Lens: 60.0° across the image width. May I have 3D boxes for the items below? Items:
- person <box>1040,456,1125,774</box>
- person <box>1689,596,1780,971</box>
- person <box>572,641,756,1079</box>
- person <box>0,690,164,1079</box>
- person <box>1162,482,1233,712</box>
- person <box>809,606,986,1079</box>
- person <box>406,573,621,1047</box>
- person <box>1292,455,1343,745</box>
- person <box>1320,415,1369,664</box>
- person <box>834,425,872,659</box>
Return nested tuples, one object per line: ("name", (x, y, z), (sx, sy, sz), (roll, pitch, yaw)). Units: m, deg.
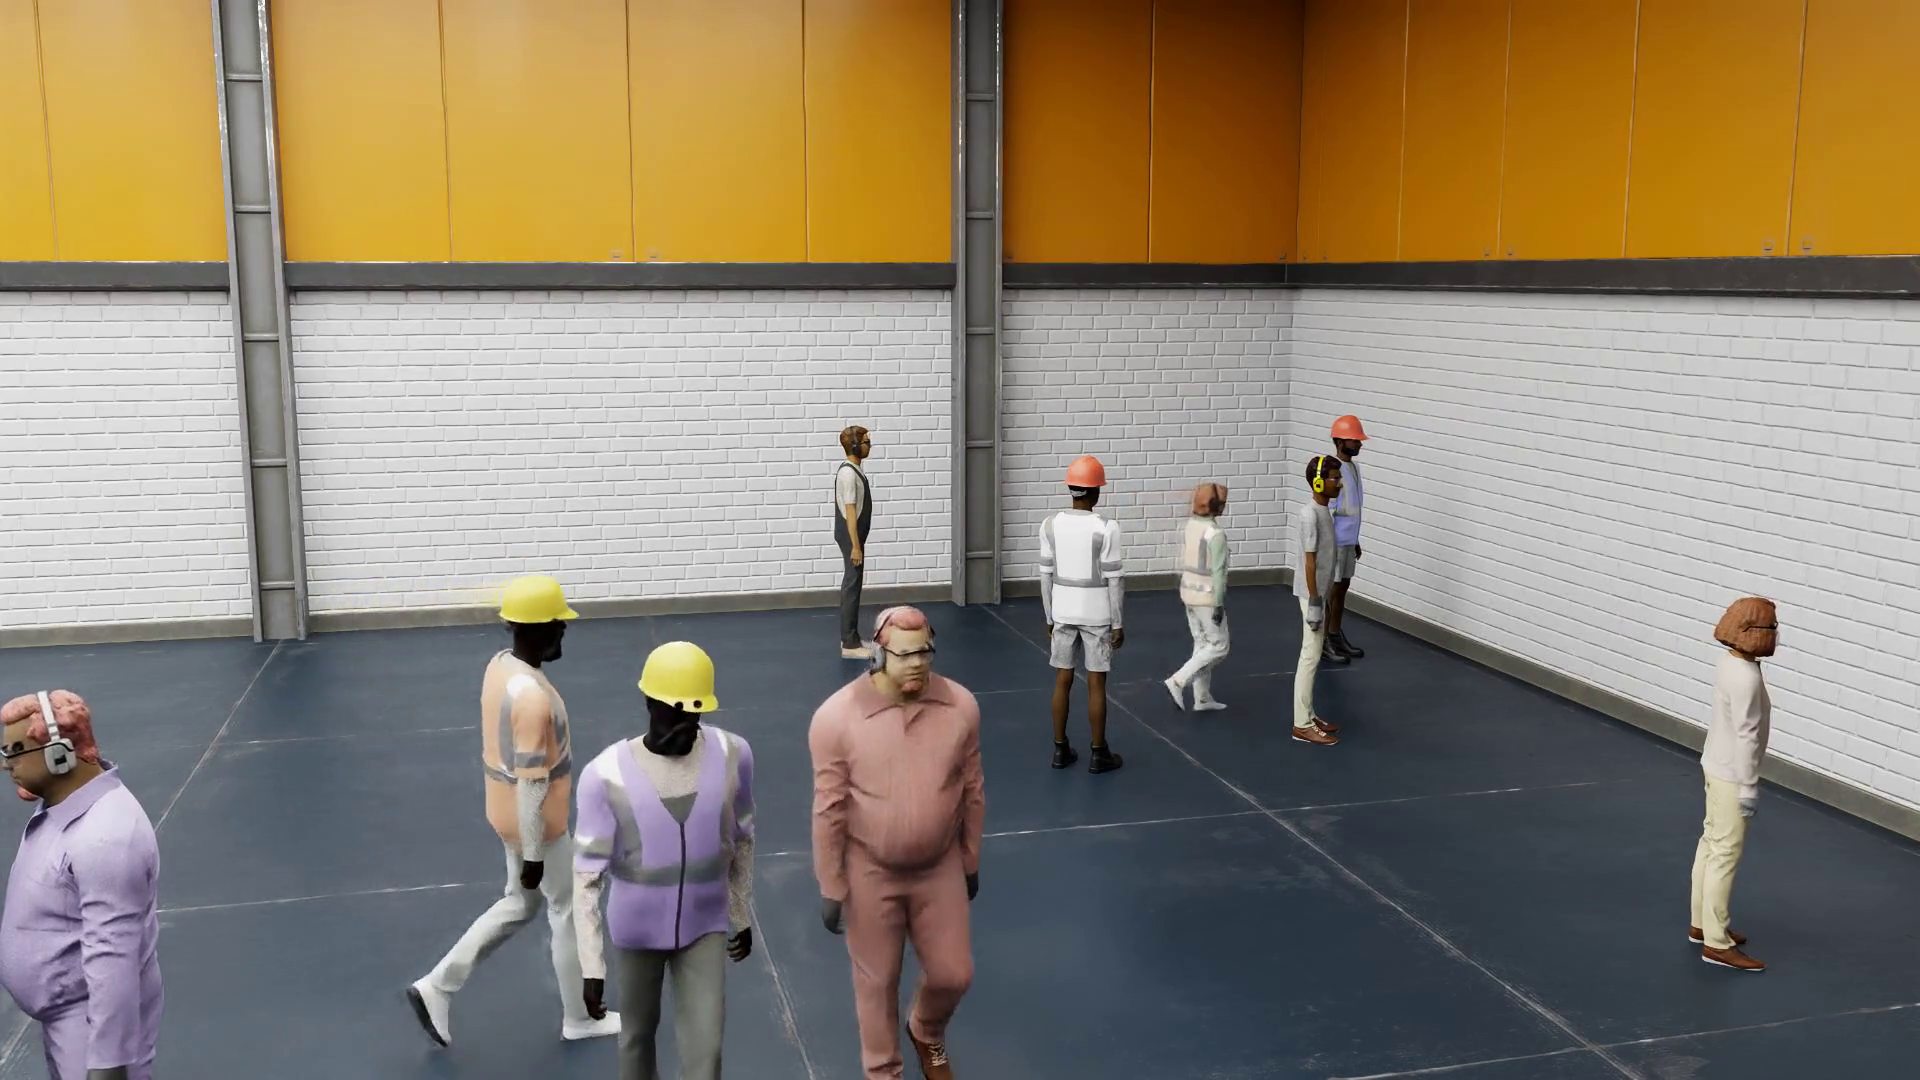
("person", (0.754, 0.454, 10.126), (0.544, 1.939, 0.354), (5, 10, 28))
("person", (3.429, 1.051, 7.346), (0.286, 1.633, 0.500), (2, 9, 15))
("person", (-0.936, 1.245, 5.362), (0.619, 1.880, 0.931), (-3, 10, -21))
("person", (-2.469, 1.350, 4.691), (0.401, 1.894, 0.655), (-7, 12, -38))
("person", (1.627, 0.413, 11.371), (0.484, 1.620, 0.519), (-3, 10, -19))
("person", (-0.205, 1.158, 5.883), (0.646, 1.894, 0.440), (-3, 10, -18))
("person", (-1.708, 1.064, 6.433), (0.794, 1.907, 0.591), (-5, 11, -30))
("person", (2.335, 0.378, 10.814), (0.326, 1.871, 0.520), (3, 9, 16))
("person", (3.001, -0.012, 13.035), (0.354, 1.939, 0.545), (6, 11, 35))
("person", (-0.823, 0.015, 13.154), (0.337, 1.846, 0.514), (-1, 9, -4))
